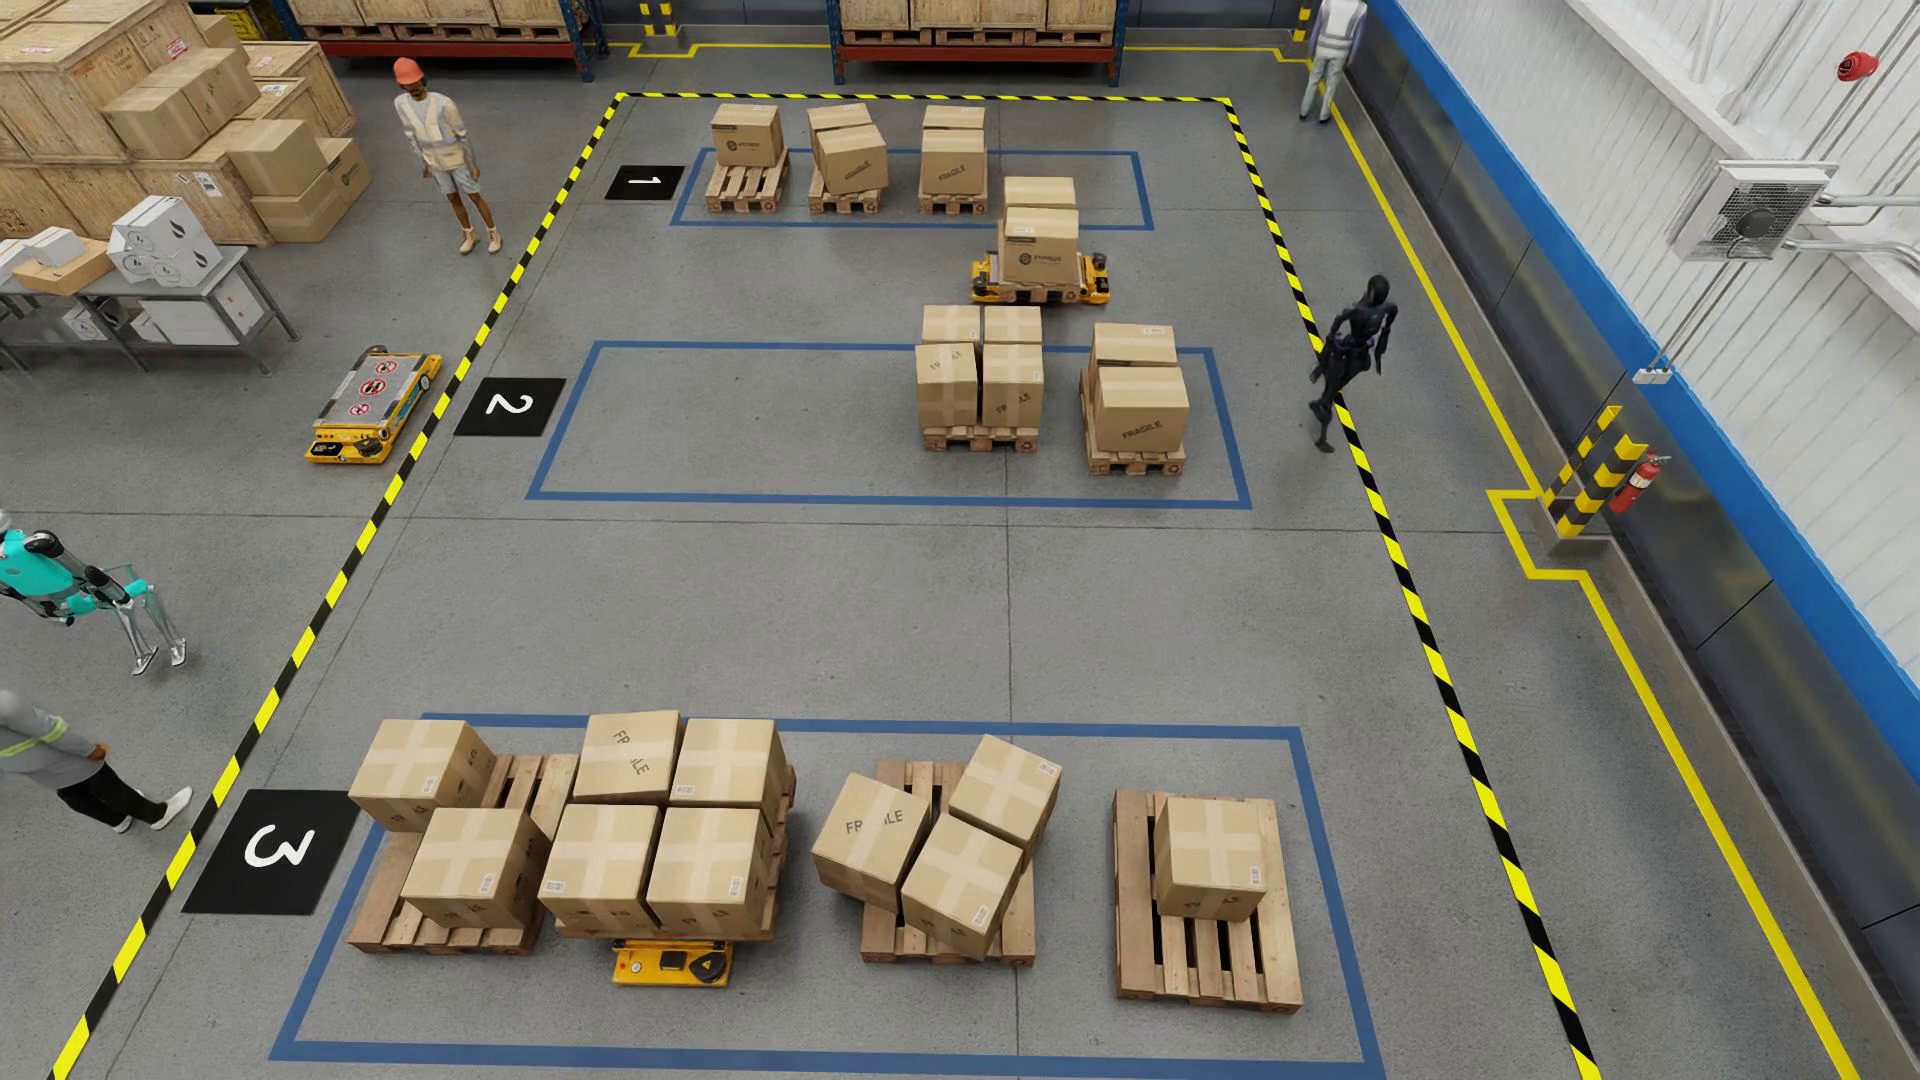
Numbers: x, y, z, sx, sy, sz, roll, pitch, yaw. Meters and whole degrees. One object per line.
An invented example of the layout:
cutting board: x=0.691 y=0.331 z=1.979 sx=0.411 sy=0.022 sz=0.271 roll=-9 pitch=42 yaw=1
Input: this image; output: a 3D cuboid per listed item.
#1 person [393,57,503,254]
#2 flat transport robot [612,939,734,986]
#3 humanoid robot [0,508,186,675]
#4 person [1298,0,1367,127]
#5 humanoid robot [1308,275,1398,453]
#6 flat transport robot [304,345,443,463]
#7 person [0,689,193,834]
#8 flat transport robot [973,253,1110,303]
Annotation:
person: x=-5.347 y=-3.944 z=9.541 sx=0.613 sy=2.046 sz=0.359 roll=0 pitch=50 yaw=0
flat transport robot: x=-1.659 y=1.971 z=5.681 sx=0.652 sy=0.197 sz=1.431 roll=1 pitch=50 yaw=1
humanoid robot: x=-5.811 y=0.252 z=6.103 sx=0.533 sy=1.677 sz=0.735 roll=-11 pitch=51 yaw=-10
person: x=4.723 y=-6.213 z=11.599 sx=0.599 sy=1.829 sz=0.404 roll=23 pitch=53 yaw=18
humanoid robot: x=3.327 y=-1.514 z=7.752 sx=0.613 sy=1.624 sz=0.763 roll=-7 pitch=50 yaw=-6
flat transport robot: x=-5.383 y=-1.269 z=8.441 sx=0.659 sy=0.231 sz=1.431 roll=1 pitch=50 yaw=1
person: x=-5.323 y=1.189 z=5.325 sx=0.589 sy=1.850 sz=0.395 roll=1 pitch=50 yaw=1
flat transport robot: x=0.852 y=-2.791 z=9.710 sx=1.431 sy=0.197 sz=0.652 roll=1 pitch=50 yaw=1
